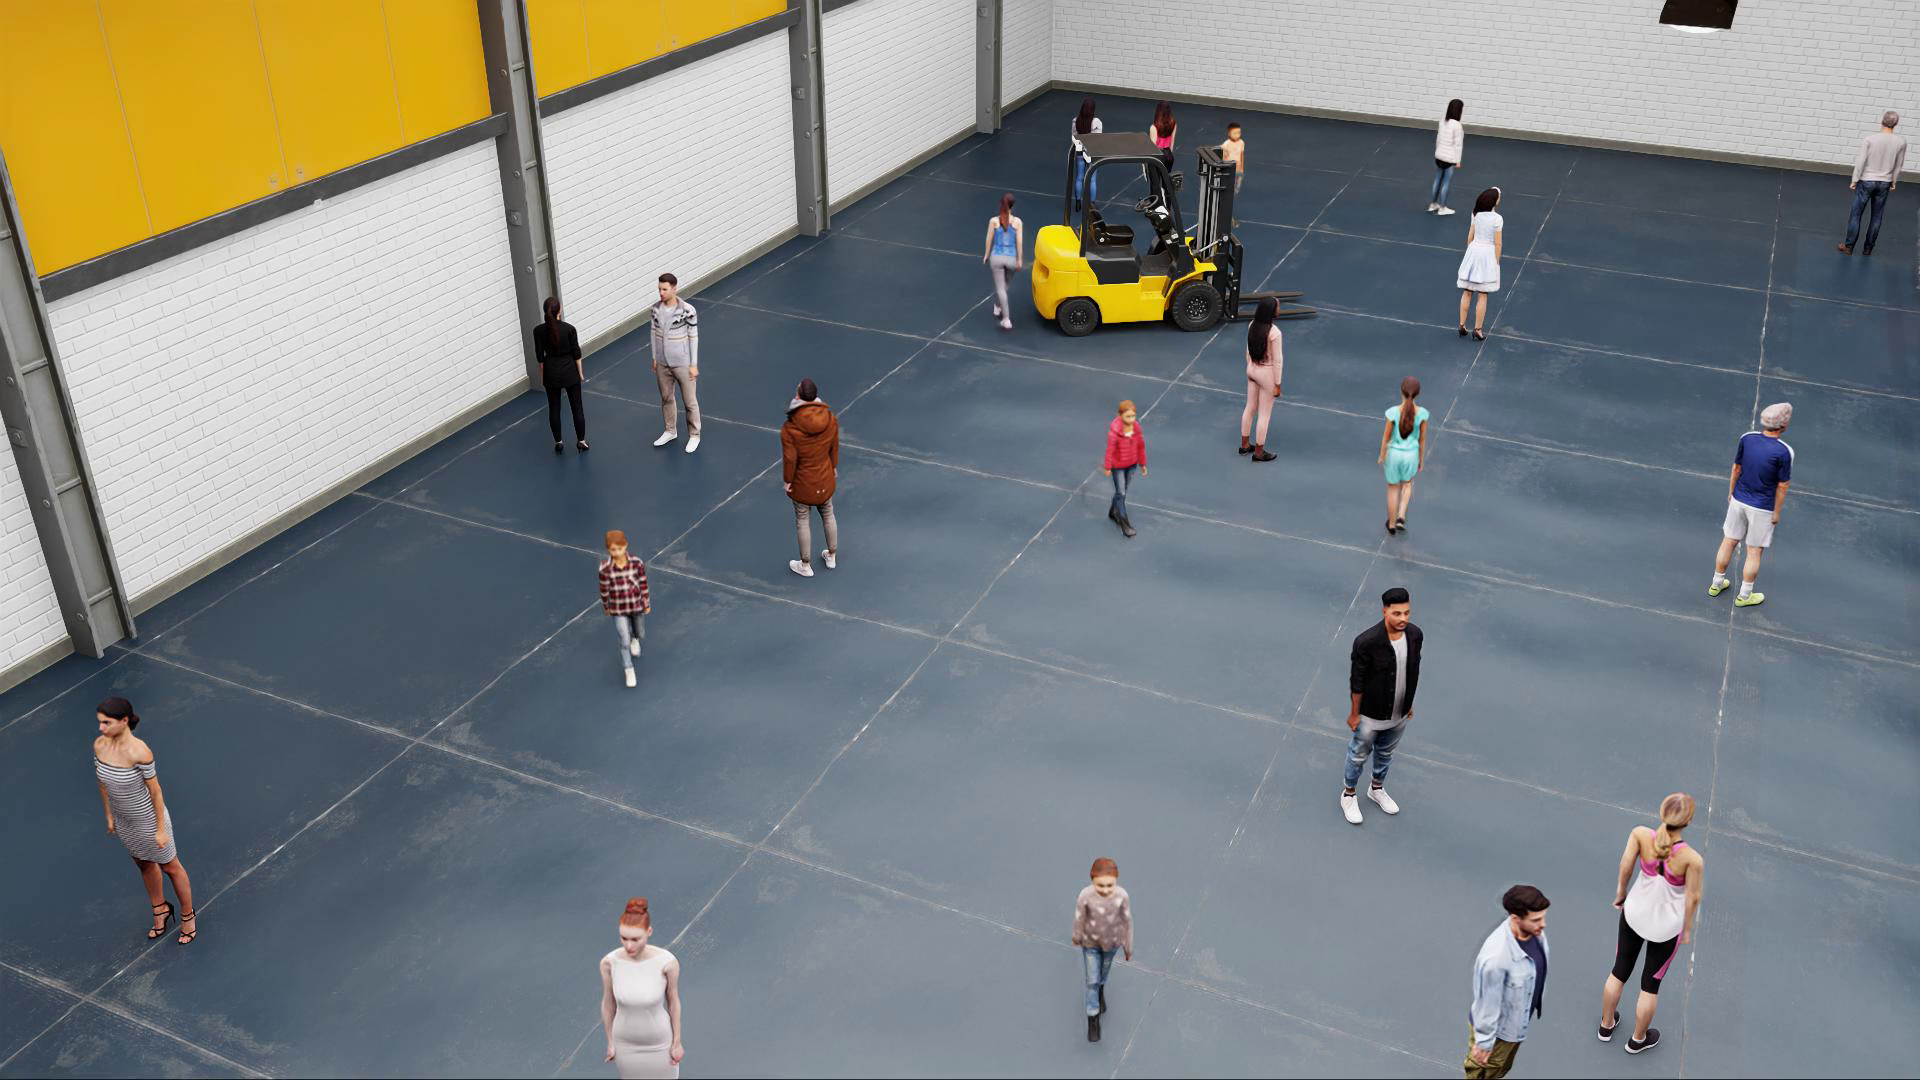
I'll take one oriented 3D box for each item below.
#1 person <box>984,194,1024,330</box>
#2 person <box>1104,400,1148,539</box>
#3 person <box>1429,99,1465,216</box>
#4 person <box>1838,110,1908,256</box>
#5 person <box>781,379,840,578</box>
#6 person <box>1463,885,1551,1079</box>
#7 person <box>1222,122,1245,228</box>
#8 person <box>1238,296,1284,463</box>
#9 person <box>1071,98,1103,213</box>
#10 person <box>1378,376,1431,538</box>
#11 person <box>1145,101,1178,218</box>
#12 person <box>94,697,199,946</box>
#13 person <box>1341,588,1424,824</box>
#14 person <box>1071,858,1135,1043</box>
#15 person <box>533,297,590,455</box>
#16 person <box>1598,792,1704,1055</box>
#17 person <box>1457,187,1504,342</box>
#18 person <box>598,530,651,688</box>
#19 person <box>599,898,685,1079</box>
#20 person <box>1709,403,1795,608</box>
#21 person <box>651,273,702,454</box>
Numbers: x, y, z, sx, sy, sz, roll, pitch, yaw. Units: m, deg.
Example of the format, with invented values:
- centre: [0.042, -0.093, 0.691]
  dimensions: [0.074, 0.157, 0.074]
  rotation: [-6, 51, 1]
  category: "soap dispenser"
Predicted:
- centre: [0.538, -3.283, 19.810]
  dimensions: [0.958, 1.568, 1.100]
  rotation: [-5, 29, -9]
  category: "person"
- centre: [1.482, -0.717, 15.394]
  dimensions: [0.824, 1.292, 0.838]
  rotation: [-15, 32, -25]
  category: "person"
- centre: [6.968, -5.485, 23.776]
  dimensions: [0.747, 1.636, 0.710]
  rotation: [-13, 31, -23]
  category: "person"
- centre: [12.181, -4.754, 22.149]
  dimensions: [0.786, 1.911, 0.716]
  rotation: [5, 29, 10]
  category: "person"
- centre: [-1.292, -0.549, 14.514]
  dimensions: [0.825, 1.839, 0.908]
  rotation: [-18, 33, -29]
  category: "person"
- centre: [2.870, 2.558, 8.851]
  dimensions: [0.799, 1.810, 0.611]
  rotation: [23, 36, 36]
  category: "person"
- centre: [3.780, -5.165, 23.387]
  dimensions: [0.880, 1.446, 0.858]
  rotation: [-17, 33, -28]
  category: "person"
- centre: [3.014, -1.615, 16.593]
  dimensions: [0.722, 1.721, 0.704]
  rotation: [-16, 32, -26]
  category: "person"
- centre: [1.820, -5.521, 23.846]
  dimensions: [0.627, 1.632, 0.540]
  rotation: [9, 30, 16]
  category: "person"
- centre: [4.039, -0.729, 15.148]
  dimensions: [0.633, 1.549, 0.655]
  rotation: [3, 29, 5]
  category: "person"
- centre: [2.850, -5.402, 23.599]
  dimensions: [0.623, 1.659, 0.724]
  rotation: [-17, 33, -28]
  category: "person"
- centre: [-5.070, 1.744, 10.330]
  dimensions: [0.622, 1.822, 0.569]
  rotation: [8, 30, 15]
  category: "person"
- centre: [2.911, 1.106, 11.508]
  dimensions: [0.776, 1.813, 0.838]
  rotation: [-10, 30, -18]
  category: "person"
- centre: [0.841, 2.337, 9.917]
  dimensions: [0.693, 1.176, 0.824]
  rotation: [-1, 29, -2]
  category: "person"
- centre: [-4.009, -1.646, 16.711]
  dimensions: [0.686, 1.662, 0.702]
  rotation: [-1, 29, -2]
  category: "person"
- centre: [3.960, 2.193, 9.543]
  dimensions: [0.669, 1.787, 0.631]
  rotation: [25, 37, 38]
  category: "person"
- centre: [6.096, -3.228, 19.450]
  dimensions: [0.856, 1.816, 0.820]
  rotation: [-23, 36, -36]
  category: "person"
- centre: [-2.650, 0.484, 13.195]
  dimensions: [0.836, 1.289, 0.897]
  rotation: [-9, 30, -16]
  category: "person"
- centre: [-1.649, 2.618, 8.757]
  dimensions: [0.630, 1.793, 0.613]
  rotation: [0, 29, -1]
  category: "person"
- centre: [6.733, -0.318, 14.092]
  dimensions: [0.717, 1.838, 0.714]
  rotation: [-19, 34, -30]
  category: "person"
- centre: [-2.882, -1.829, 16.837]
  dimensions: [0.687, 1.862, 0.569]
  rotation: [11, 30, 19]
  category: "person"
